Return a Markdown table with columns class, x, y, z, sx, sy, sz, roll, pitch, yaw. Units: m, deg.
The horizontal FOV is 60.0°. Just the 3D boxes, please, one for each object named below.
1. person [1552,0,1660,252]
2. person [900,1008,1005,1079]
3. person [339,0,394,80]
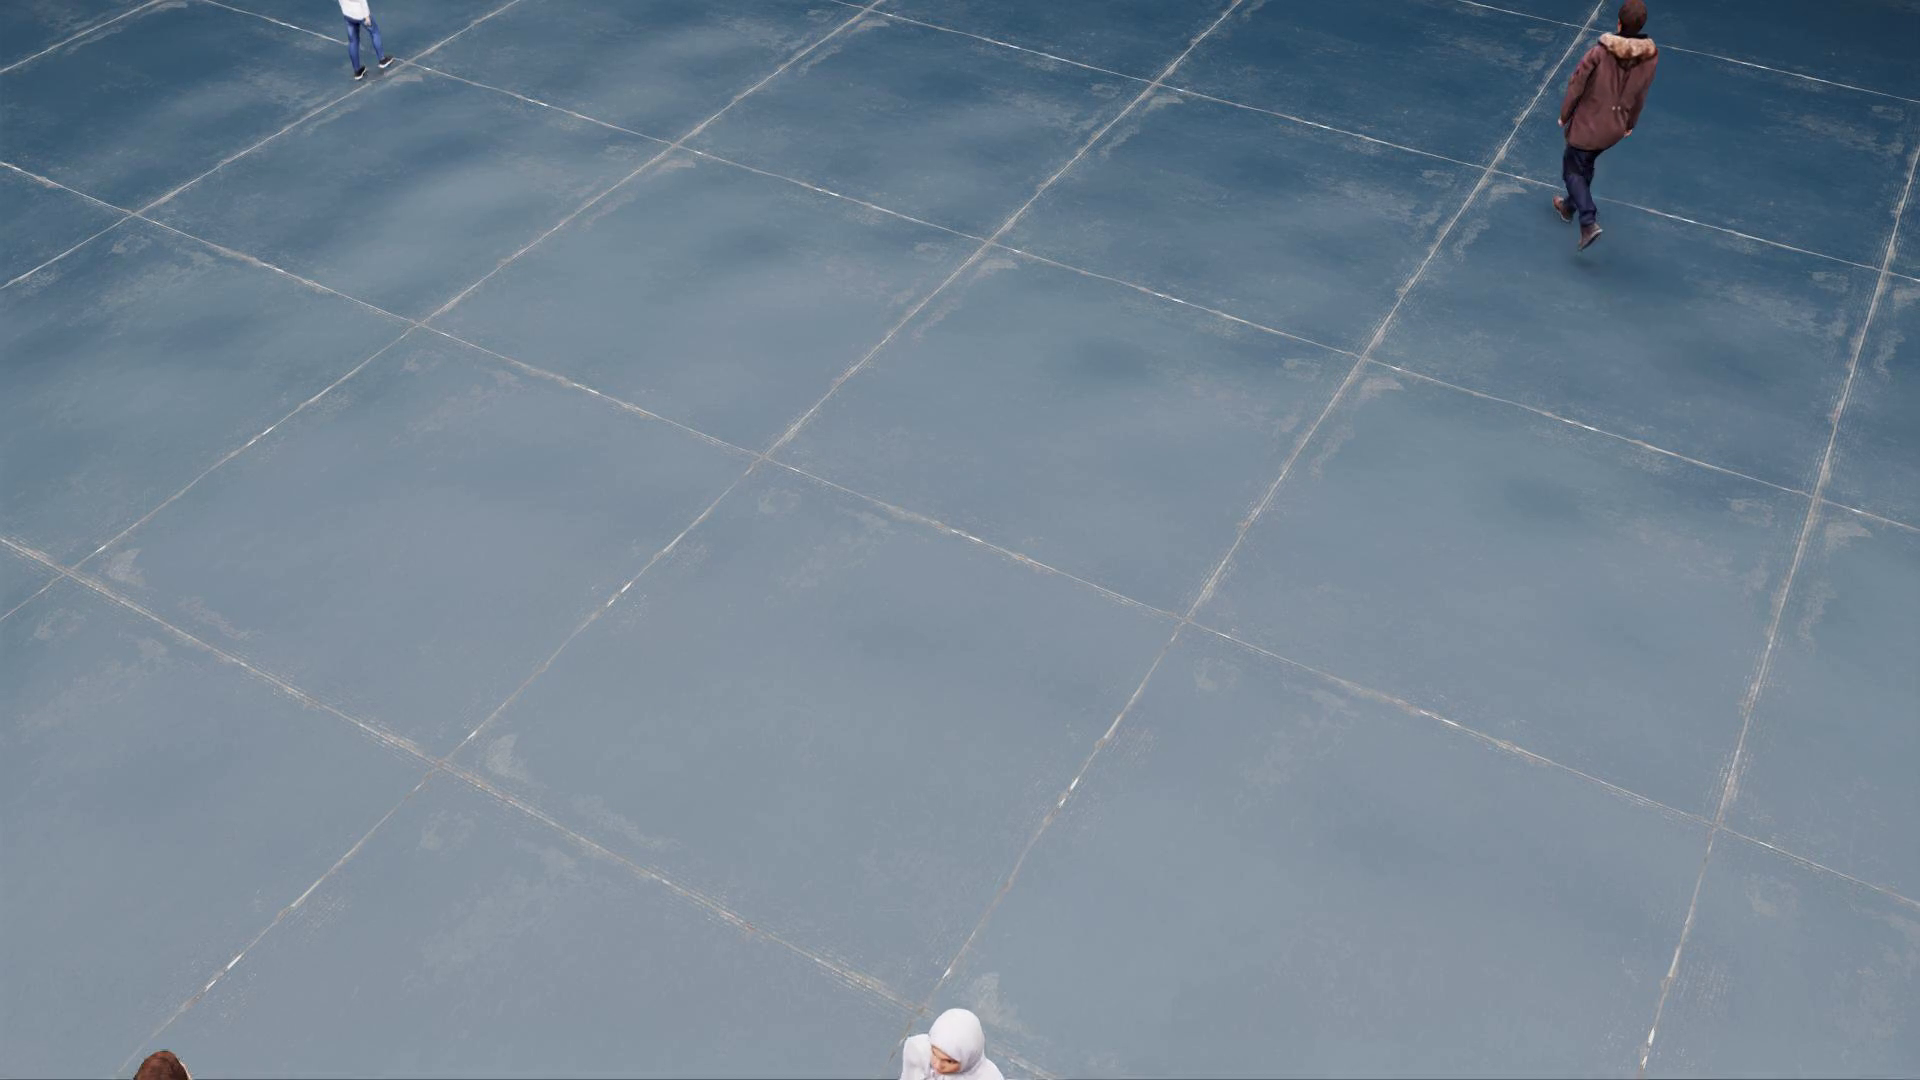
| class | x | y | z | sx | sy | sz | roll | pitch | yaw |
| --- | --- | --- | --- | --- | --- | --- | --- | --- | --- |
| person | 4.700 | -3.004 | 12.184 | 1.140 | 1.815 | 1.228 | -6 | 43 | -7 |
| person | 0.032 | 2.276 | 6.436 | 0.753 | 1.727 | 1.181 | 29 | 50 | 28 |
| person | -5.258 | -4.559 | 14.437 | 0.545 | 1.088 | 0.688 | 9 | 43 | 10 |
